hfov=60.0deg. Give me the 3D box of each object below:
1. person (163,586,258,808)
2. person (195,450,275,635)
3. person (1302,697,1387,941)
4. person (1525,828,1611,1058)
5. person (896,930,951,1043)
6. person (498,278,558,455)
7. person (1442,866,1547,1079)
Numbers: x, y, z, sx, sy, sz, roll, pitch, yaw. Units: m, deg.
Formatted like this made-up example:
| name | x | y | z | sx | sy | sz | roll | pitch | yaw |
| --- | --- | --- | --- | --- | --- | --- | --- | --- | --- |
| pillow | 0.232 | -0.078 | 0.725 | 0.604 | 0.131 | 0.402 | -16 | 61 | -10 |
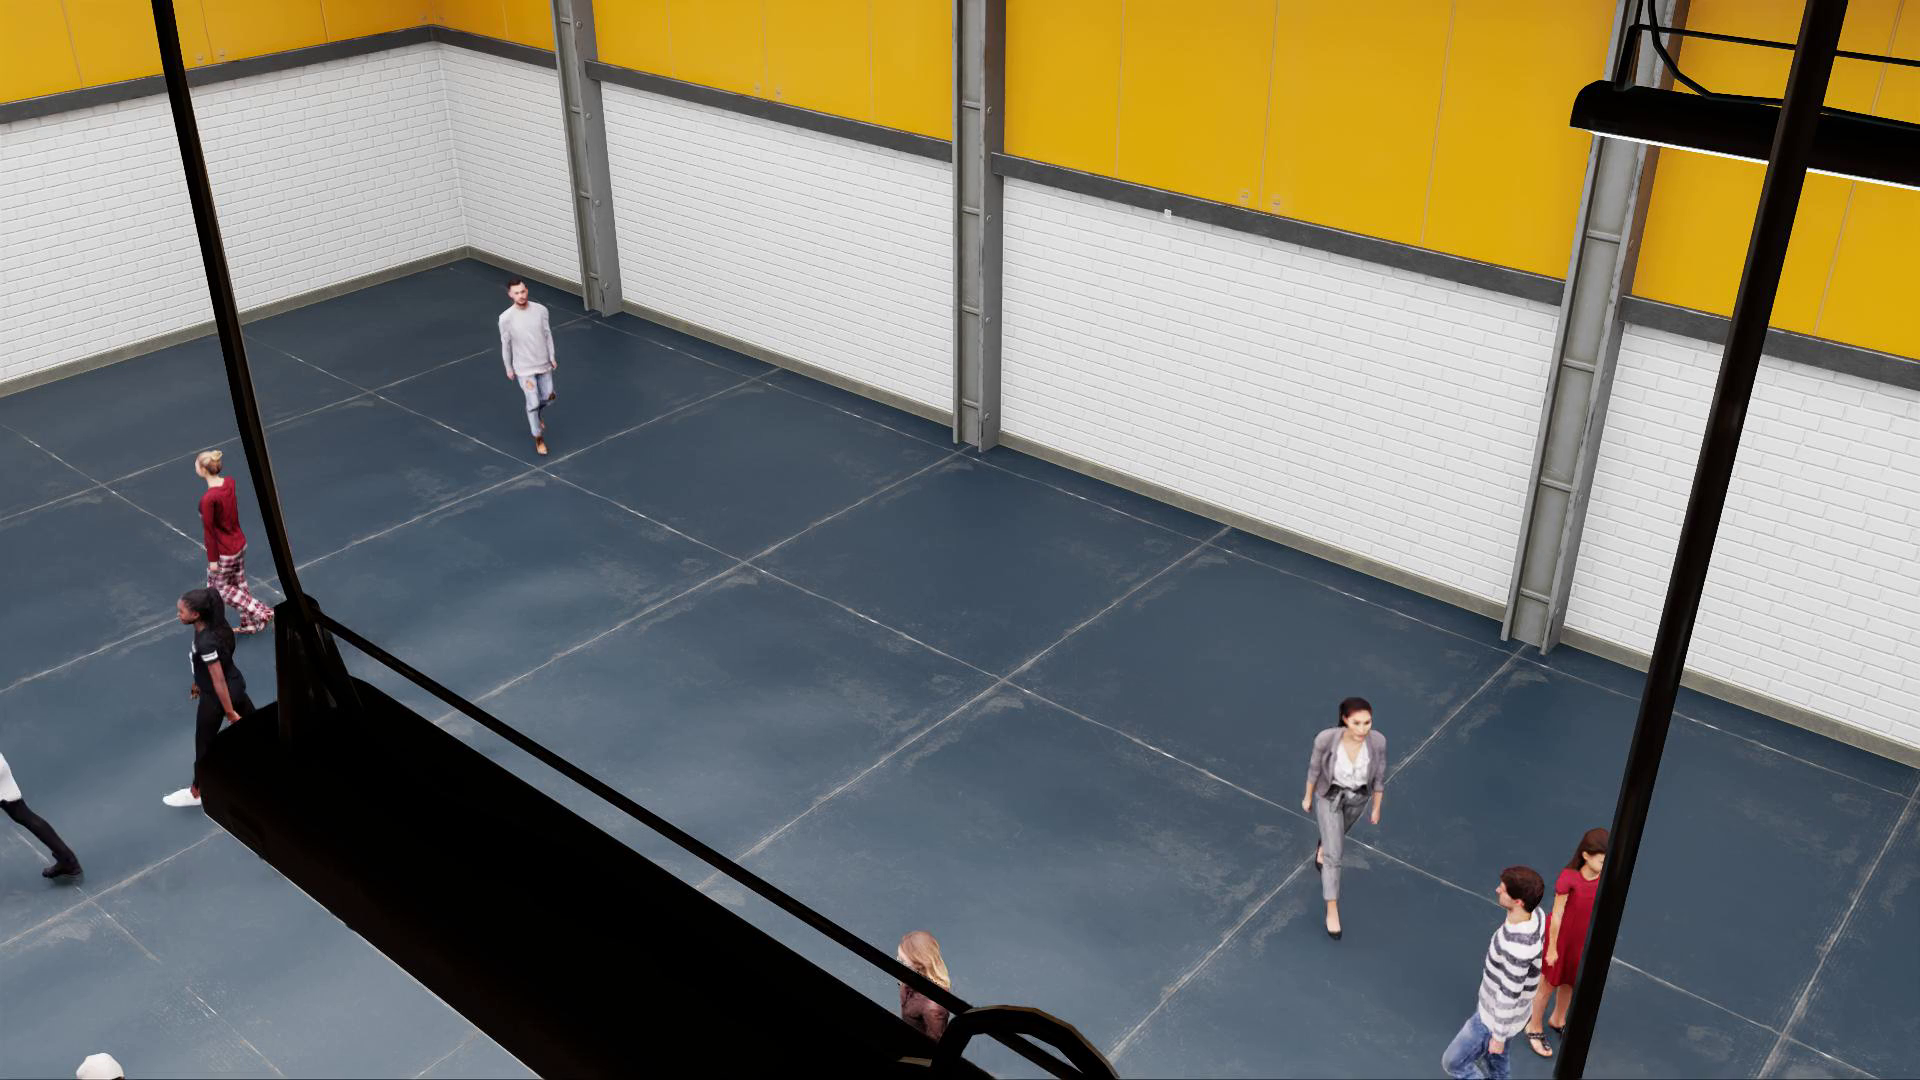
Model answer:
| name | x | y | z | sx | sy | sz | roll | pitch | yaw |
| --- | --- | --- | --- | --- | --- | --- | --- | --- | --- |
| person | -5.077 | 1.087 | 11.674 | 1.120 | 1.681 | 1.198 | -8 | 30 | -14 |
| person | -5.908 | 0.057 | 13.557 | 0.859 | 1.686 | 0.802 | 3 | 29 | 5 |
| person | 2.434 | 1.653 | 10.698 | 1.100 | 1.622 | 1.127 | 0 | 29 | 0 |
| person | 3.528 | 2.282 | 9.616 | 0.676 | 1.553 | 0.735 | -7 | 29 | -13 |
| person | -0.056 | 2.712 | 8.728 | 1.214 | 1.650 | 1.125 | 0 | 29 | -1 |
| person | -4.356 | -1.798 | 16.815 | 0.834 | 1.823 | 0.956 | -17 | 33 | -28 |
| person | 2.984 | 2.531 | 8.865 | 0.736 | 1.836 | 0.736 | 14 | 31 | 24 |
